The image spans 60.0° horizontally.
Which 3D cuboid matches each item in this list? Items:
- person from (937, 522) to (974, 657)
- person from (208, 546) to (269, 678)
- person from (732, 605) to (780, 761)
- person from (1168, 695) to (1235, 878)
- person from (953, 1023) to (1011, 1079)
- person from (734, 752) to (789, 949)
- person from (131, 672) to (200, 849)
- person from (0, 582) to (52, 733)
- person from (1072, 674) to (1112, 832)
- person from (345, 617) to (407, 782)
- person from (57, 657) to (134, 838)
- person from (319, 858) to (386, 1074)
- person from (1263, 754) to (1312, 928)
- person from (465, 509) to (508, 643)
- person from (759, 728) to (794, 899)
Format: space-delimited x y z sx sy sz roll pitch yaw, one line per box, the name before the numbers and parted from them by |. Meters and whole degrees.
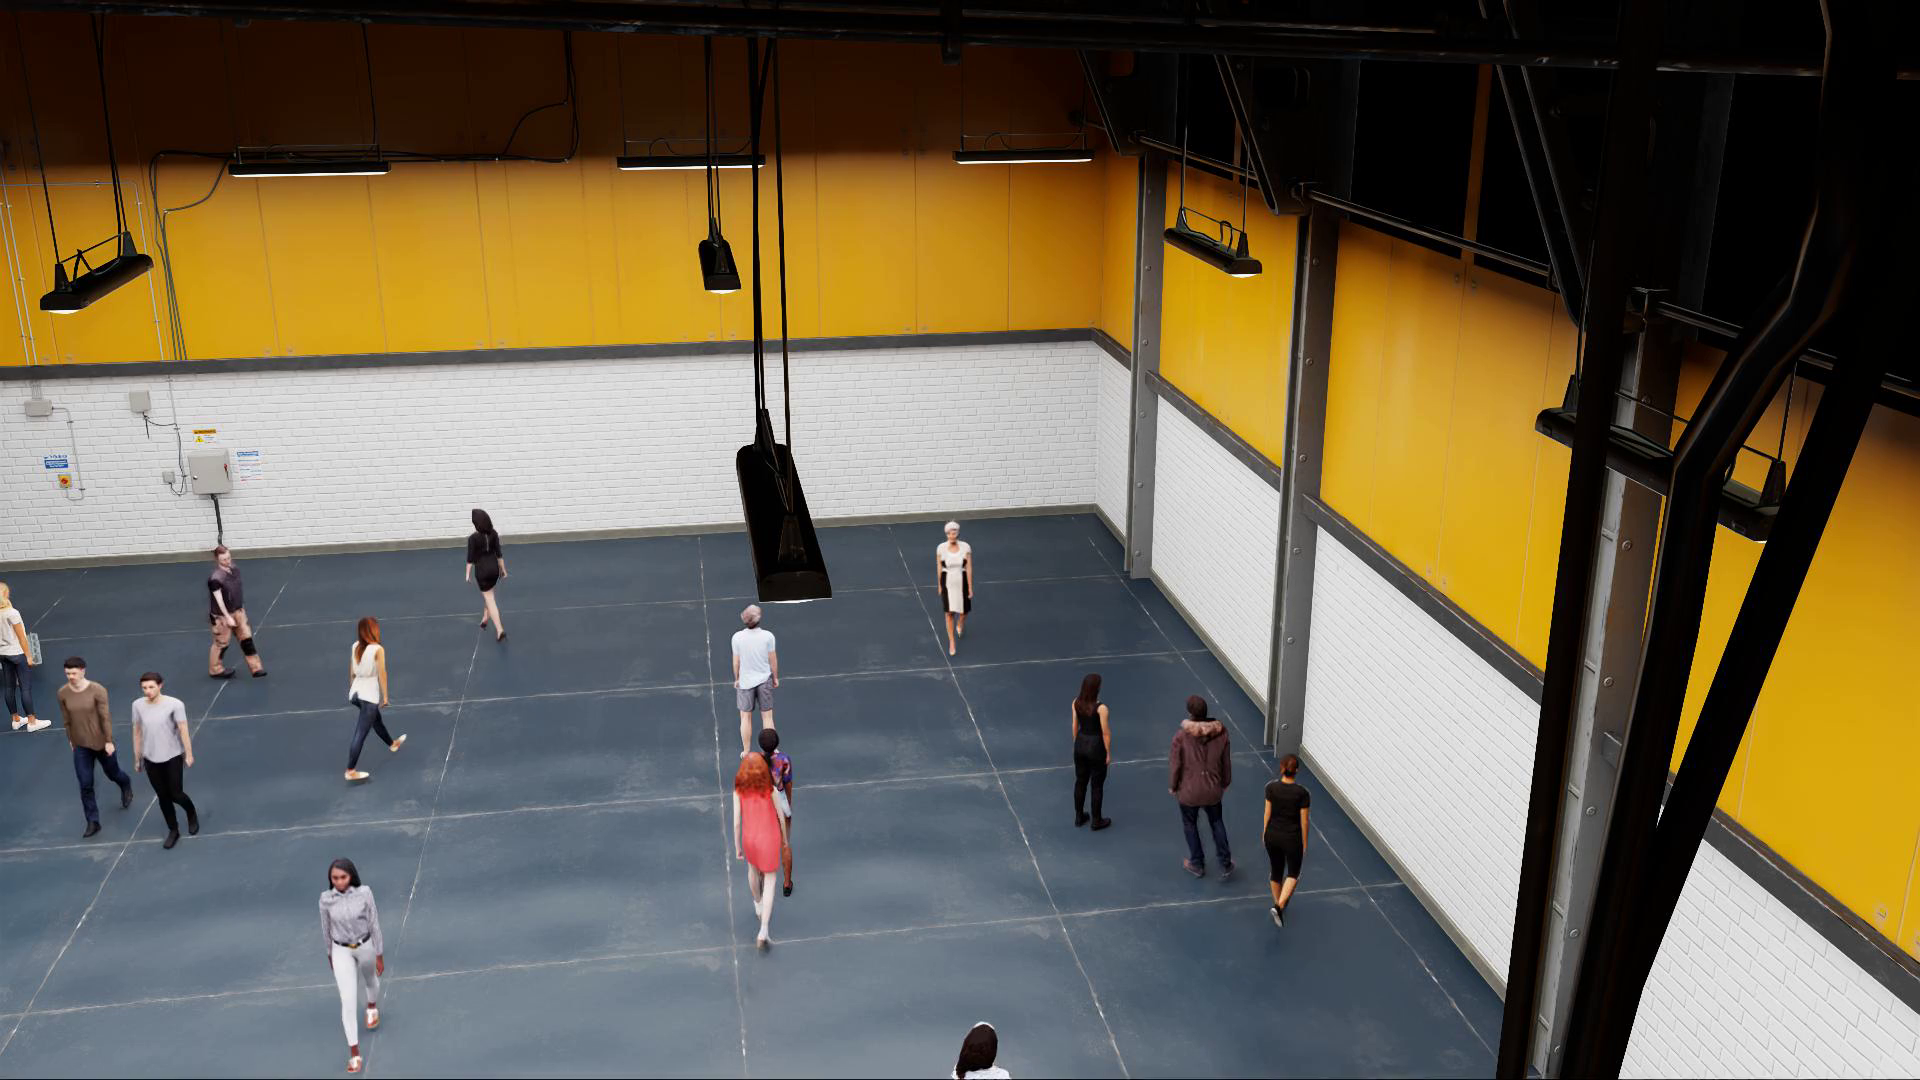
person | -0.048 0.584 21.481 0.730 1.727 1.051 0 19 0
person | -9.067 0.893 20.484 1.092 1.777 1.130 3 19 9
person | -2.260 1.582 18.350 0.657 1.832 0.573 -2 19 -5
person | 2.332 2.395 15.975 0.831 1.809 0.652 0 19 0
person | 0.121 4.074 11.008 0.820 1.796 0.899 5 19 14
person | -1.773 2.778 14.859 0.777 1.795 1.068 2 19 6
person | -7.937 2.145 16.644 0.729 1.855 0.744 0 19 -1
person | -10.888 1.335 19.121 0.665 1.809 0.666 6 20 18
person | 1.328 2.144 16.909 0.679 1.688 0.742 13 23 34
person | -6.496 1.775 18.000 1.099 1.690 1.279 10 21 28
person | -8.806 2.031 16.972 0.647 1.863 1.112 -3 19 -10
person | -4.869 3.316 13.445 0.672 1.677 1.185 -5 19 -13
person | 2.939 2.753 15.158 0.882 1.651 0.974 10 21 27
person | -6.097 0.499 21.660 1.073 1.773 0.981 15 24 38
person | -1.768 2.550 15.618 0.617 1.743 0.560 -6 20 -18
